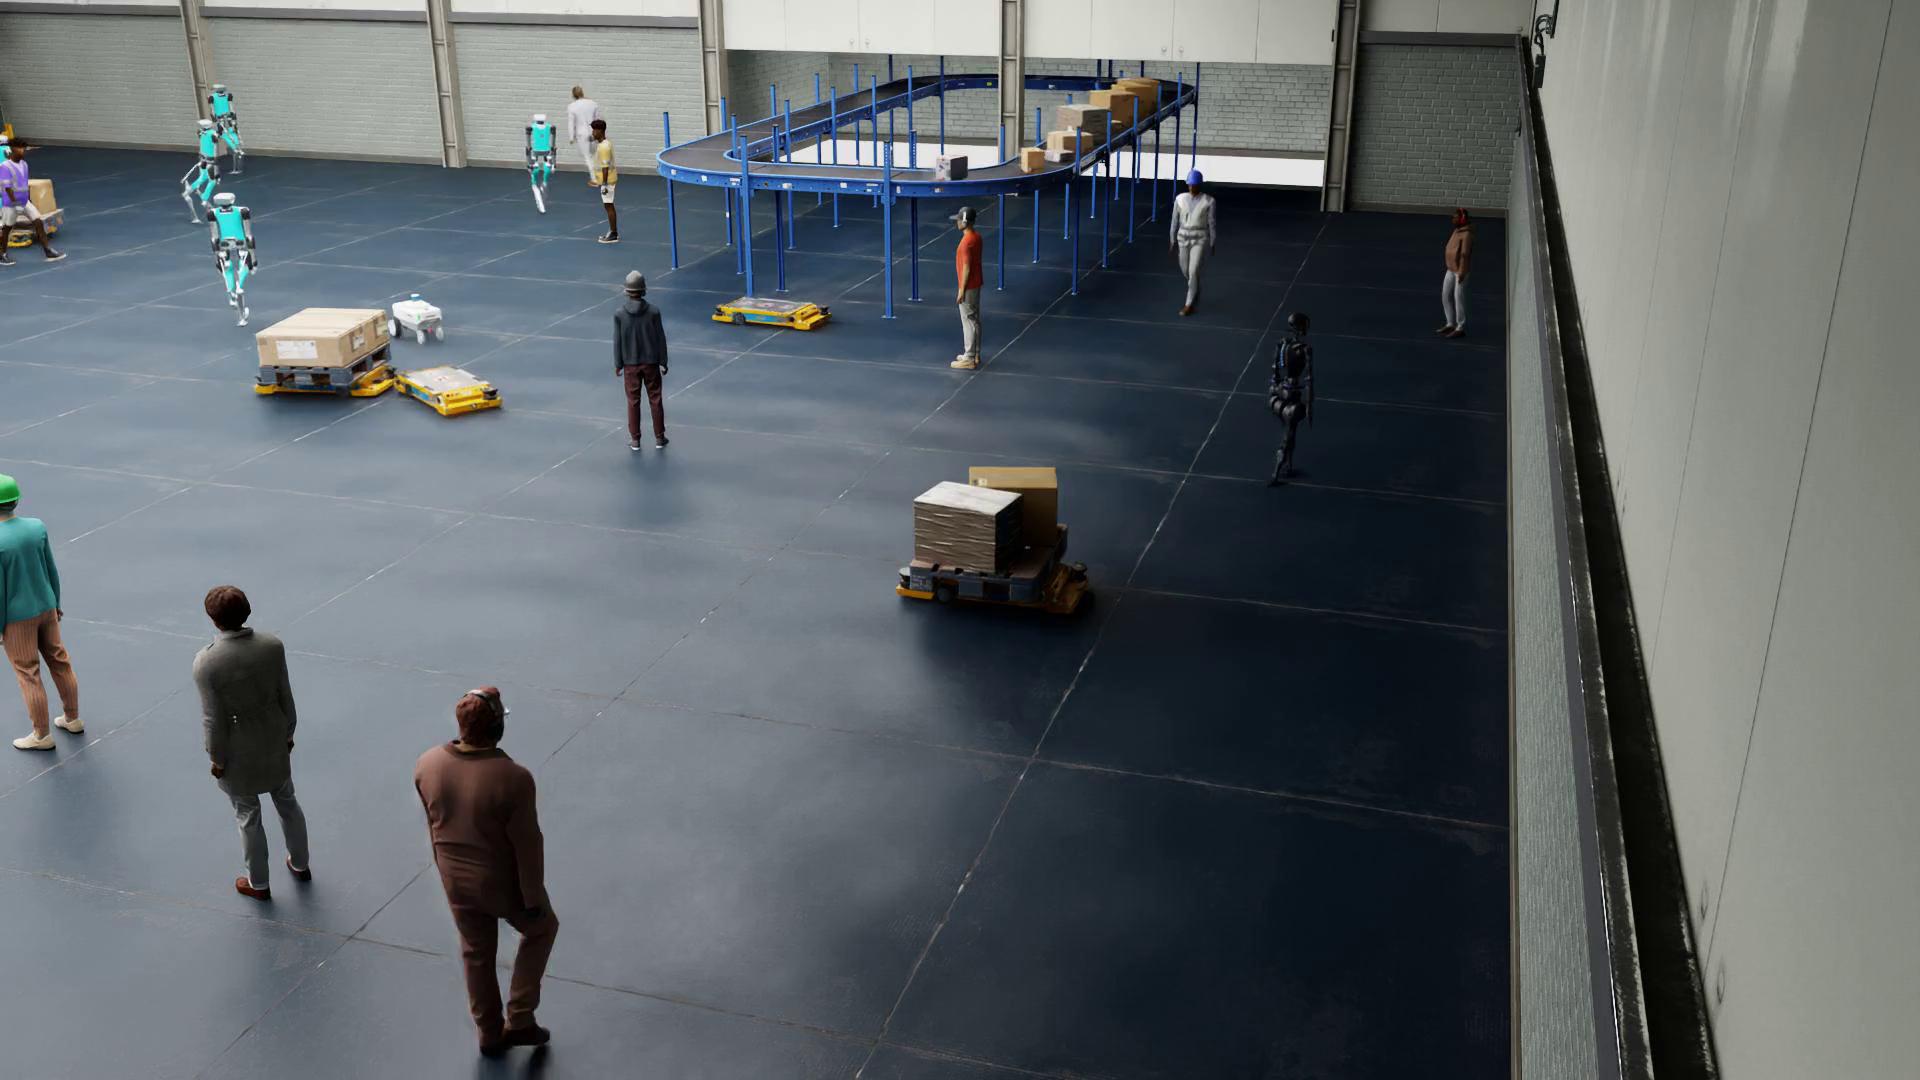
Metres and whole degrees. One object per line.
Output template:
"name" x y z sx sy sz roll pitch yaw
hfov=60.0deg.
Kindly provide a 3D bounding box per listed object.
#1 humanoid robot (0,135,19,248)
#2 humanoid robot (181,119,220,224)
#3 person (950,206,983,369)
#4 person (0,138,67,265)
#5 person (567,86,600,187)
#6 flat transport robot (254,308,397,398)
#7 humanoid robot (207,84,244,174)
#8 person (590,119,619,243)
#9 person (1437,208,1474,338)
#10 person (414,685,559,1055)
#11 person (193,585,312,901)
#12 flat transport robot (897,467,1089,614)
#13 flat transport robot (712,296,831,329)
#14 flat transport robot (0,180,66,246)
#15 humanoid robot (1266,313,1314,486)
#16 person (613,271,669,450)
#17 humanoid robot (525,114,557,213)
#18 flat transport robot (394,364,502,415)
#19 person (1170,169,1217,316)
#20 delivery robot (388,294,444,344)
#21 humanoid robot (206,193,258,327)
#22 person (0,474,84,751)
"humanoid robot" -15.265 -5.450 26.396 0.693 1.876 0.550 -19 28 -40
"humanoid robot" -12.966 -6.216 28.321 0.568 1.792 0.870 17 27 37
"person" 0.075 -2.977 19.619 0.387 1.913 0.477 6 22 15
"person" -14.298 -5.144 25.283 0.901 1.888 0.641 3 21 8
"person" -7.244 -7.793 32.119 0.664 1.906 0.544 -20 29 -41
"flat transport robot" -7.184 -1.826 18.913 1.431 0.231 0.659 2 21 5
"humanoid robot" -14.714 -8.256 33.580 0.670 1.807 0.534 14 25 33
"person" -5.729 -5.806 26.893 0.373 1.959 0.602 -4 21 -9
"person" 6.305 -3.381 21.032 0.309 1.640 0.471 -5 22 -12
"person" -2.200 1.572 7.846 0.658 1.890 0.430 7 22 17
"person" -3.894 1.107 9.138 0.364 1.829 0.515 17 27 38
"flat transport robot" 0.266 0.326 13.333 1.431 0.231 0.659 6 22 15
"flat transport robot" -2.483 -2.989 21.931 1.431 0.231 0.659 8 23 20
"flat transport robot" -15.357 -4.993 27.128 0.659 0.231 1.431 -3 21 -8
"humanoid robot" 3.165 -1.338 15.713 0.630 1.633 0.610 -11 24 -26
"person" -3.196 -1.794 16.683 0.535 1.813 0.369 -4 21 -11
"humanoid robot" -7.415 -6.584 29.356 0.547 1.892 0.788 -10 23 -24
"flat transport robot" -5.724 -1.681 18.537 0.659 0.231 1.431 -17 27 -36
"person" 3.155 -4.046 22.399 0.624 1.915 0.905 11 24 27
"delivery robot" -6.890 -2.811 21.085 0.788 0.605 0.499 20 28 41
"humanoid robot" -9.308 -3.524 21.278 0.549 1.735 1.015 -3 21 -8
"person" -6.040 0.462 10.748 0.346 1.874 0.520 8 22 20
